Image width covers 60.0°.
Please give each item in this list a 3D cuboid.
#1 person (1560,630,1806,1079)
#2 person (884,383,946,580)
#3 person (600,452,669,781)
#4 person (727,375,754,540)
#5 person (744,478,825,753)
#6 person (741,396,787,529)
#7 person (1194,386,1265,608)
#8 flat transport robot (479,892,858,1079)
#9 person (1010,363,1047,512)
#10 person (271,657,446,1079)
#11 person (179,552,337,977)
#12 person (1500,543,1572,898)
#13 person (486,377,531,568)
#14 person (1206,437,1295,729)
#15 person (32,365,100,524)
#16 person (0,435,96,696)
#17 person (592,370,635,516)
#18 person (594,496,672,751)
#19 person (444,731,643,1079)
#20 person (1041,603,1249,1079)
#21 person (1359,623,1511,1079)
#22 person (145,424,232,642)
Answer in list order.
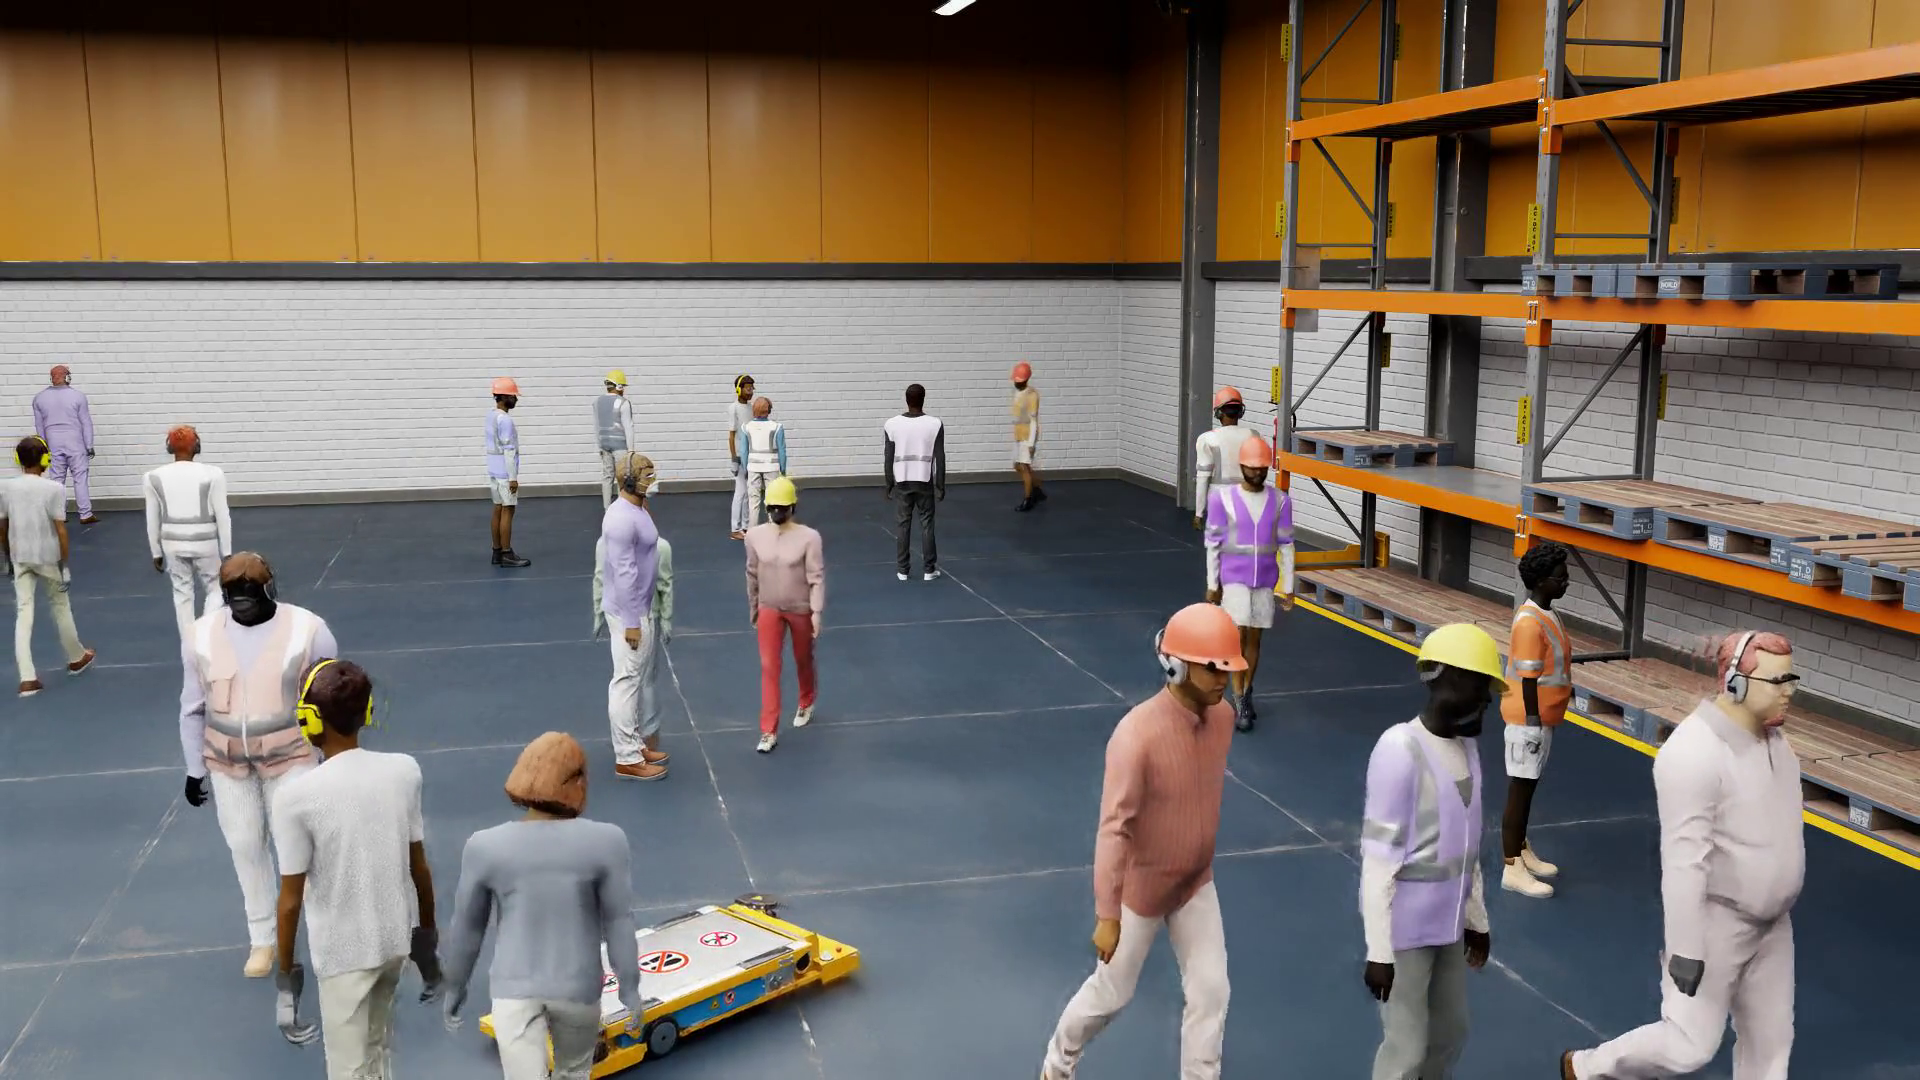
[{"bbox_3d":[2.413,1.195,5.352,0.649,1.883,0.793,-6,11,-34],"label":"person"},{"bbox_3d":[-0.438,-0.560,16.195,0.594,1.917,0.373,1,9,5],"label":"person"},{"bbox_3d":[-1.936,0.442,9.880,0.374,1.941,0.627,-1,9,-4],"label":"person"},{"bbox_3d":[-2.414,-0.922,18.667,0.341,1.856,0.529,3,10,19],"label":"person"},{"bbox_3d":[-1.107,0.434,10.648,0.530,1.710,0.954,1,9,7],"label":"person"},{"bbox_3d":[-2.148,-0.749,18.234,0.514,1.645,0.308,2,9,10],"label":"person"},{"bbox_3d":[2.266,-0.279,14.083,0.604,2.034,0.386,-2,9,-11],"label":"person"},{"bbox_3d":[-1.149,1.775,6.752,0.652,0.197,1.431,8,12,41],"label":"flat transport robot"},{"bbox_3d":[0.859,-1.288,20.849,0.697,1.887,0.616,-5,10,-29],"label":"person"},{"bbox_3d":[-1.756,1.279,5.001,0.786,1.841,0.547,6,11,34],"label":"person"},{"bbox_3d":[-2.981,0.940,7.142,0.635,1.825,0.492,-1,9,-4],"label":"person"},{"bbox_3d":[2.786,0.856,8.051,0.318,1.697,0.535,4,10,25],"label":"person"},{"bbox_3d":[-4.616,-0.689,16.945,0.363,1.934,0.552,-6,11,-33],"label":"person"},{"bbox_3d":[1.936,0.291,10.889,0.571,1.913,0.780,-1,9,-6],"label":"person"},{"bbox_3d":[-10.623,-1.129,19.796,0.641,1.905,0.410,-1,9,-5],"label":"person"},{"bbox_3d":[-6.655,0.154,12.027,0.541,1.818,0.967,-1,9,-6],"label":"person"},{"bbox_3d":[-4.142,-1.136,20.090,0.589,1.822,0.403,6,11,32],"label":"person"},{"bbox_3d":[-2.058,0.502,10.465,0.503,1.634,0.280,1,9,8],"label":"person"},{"bbox_3d":[-1.279,1.374,5.129,0.581,1.580,0.791,-2,9,-12],"label":"person"},{"bbox_3d":[0.597,1.128,5.631,0.639,1.946,0.860,-8,12,-40],"label":"person"},{"bbox_3d":[1.448,1.211,5.258,0.369,1.895,0.662,9,13,44],"label":"person"},{"bbox_3d":[-5.735,0.068,12.418,0.608,1.870,0.420,-2,9,-11],"label":"person"}]
